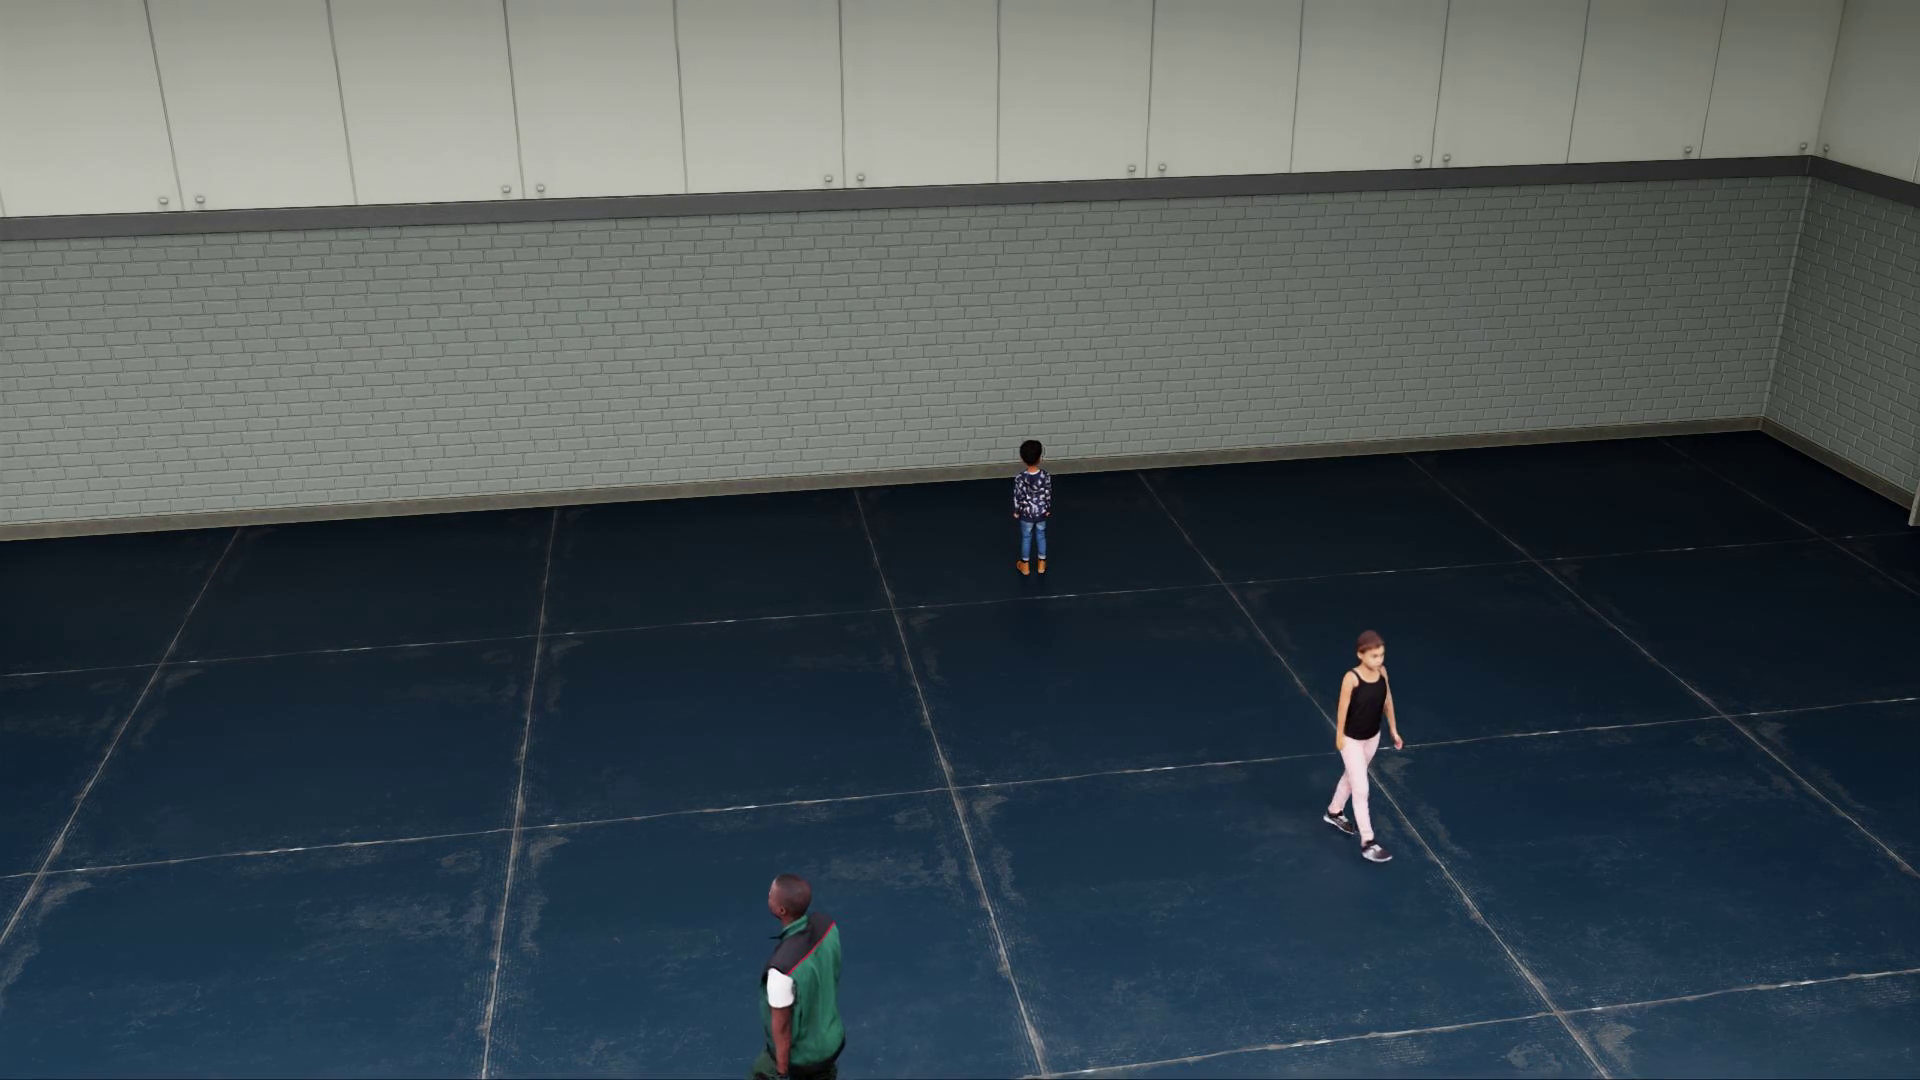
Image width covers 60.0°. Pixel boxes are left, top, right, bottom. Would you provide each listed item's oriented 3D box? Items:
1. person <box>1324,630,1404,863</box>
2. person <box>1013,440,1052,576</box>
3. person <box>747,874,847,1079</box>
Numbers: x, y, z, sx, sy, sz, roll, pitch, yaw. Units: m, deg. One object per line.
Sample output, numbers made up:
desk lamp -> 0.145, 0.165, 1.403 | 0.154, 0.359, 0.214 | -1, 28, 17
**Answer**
person -> 2.576, 1.275, 10.907 | 0.765, 1.533, 1.011 | -14, 27, -30
person -> 0.654, -0.299, 14.965 | 0.489, 1.254, 0.478 | -3, 23, -7
person -> -0.677, 2.408, 7.871 | 0.946, 1.823, 0.881 | 12, 26, 26
